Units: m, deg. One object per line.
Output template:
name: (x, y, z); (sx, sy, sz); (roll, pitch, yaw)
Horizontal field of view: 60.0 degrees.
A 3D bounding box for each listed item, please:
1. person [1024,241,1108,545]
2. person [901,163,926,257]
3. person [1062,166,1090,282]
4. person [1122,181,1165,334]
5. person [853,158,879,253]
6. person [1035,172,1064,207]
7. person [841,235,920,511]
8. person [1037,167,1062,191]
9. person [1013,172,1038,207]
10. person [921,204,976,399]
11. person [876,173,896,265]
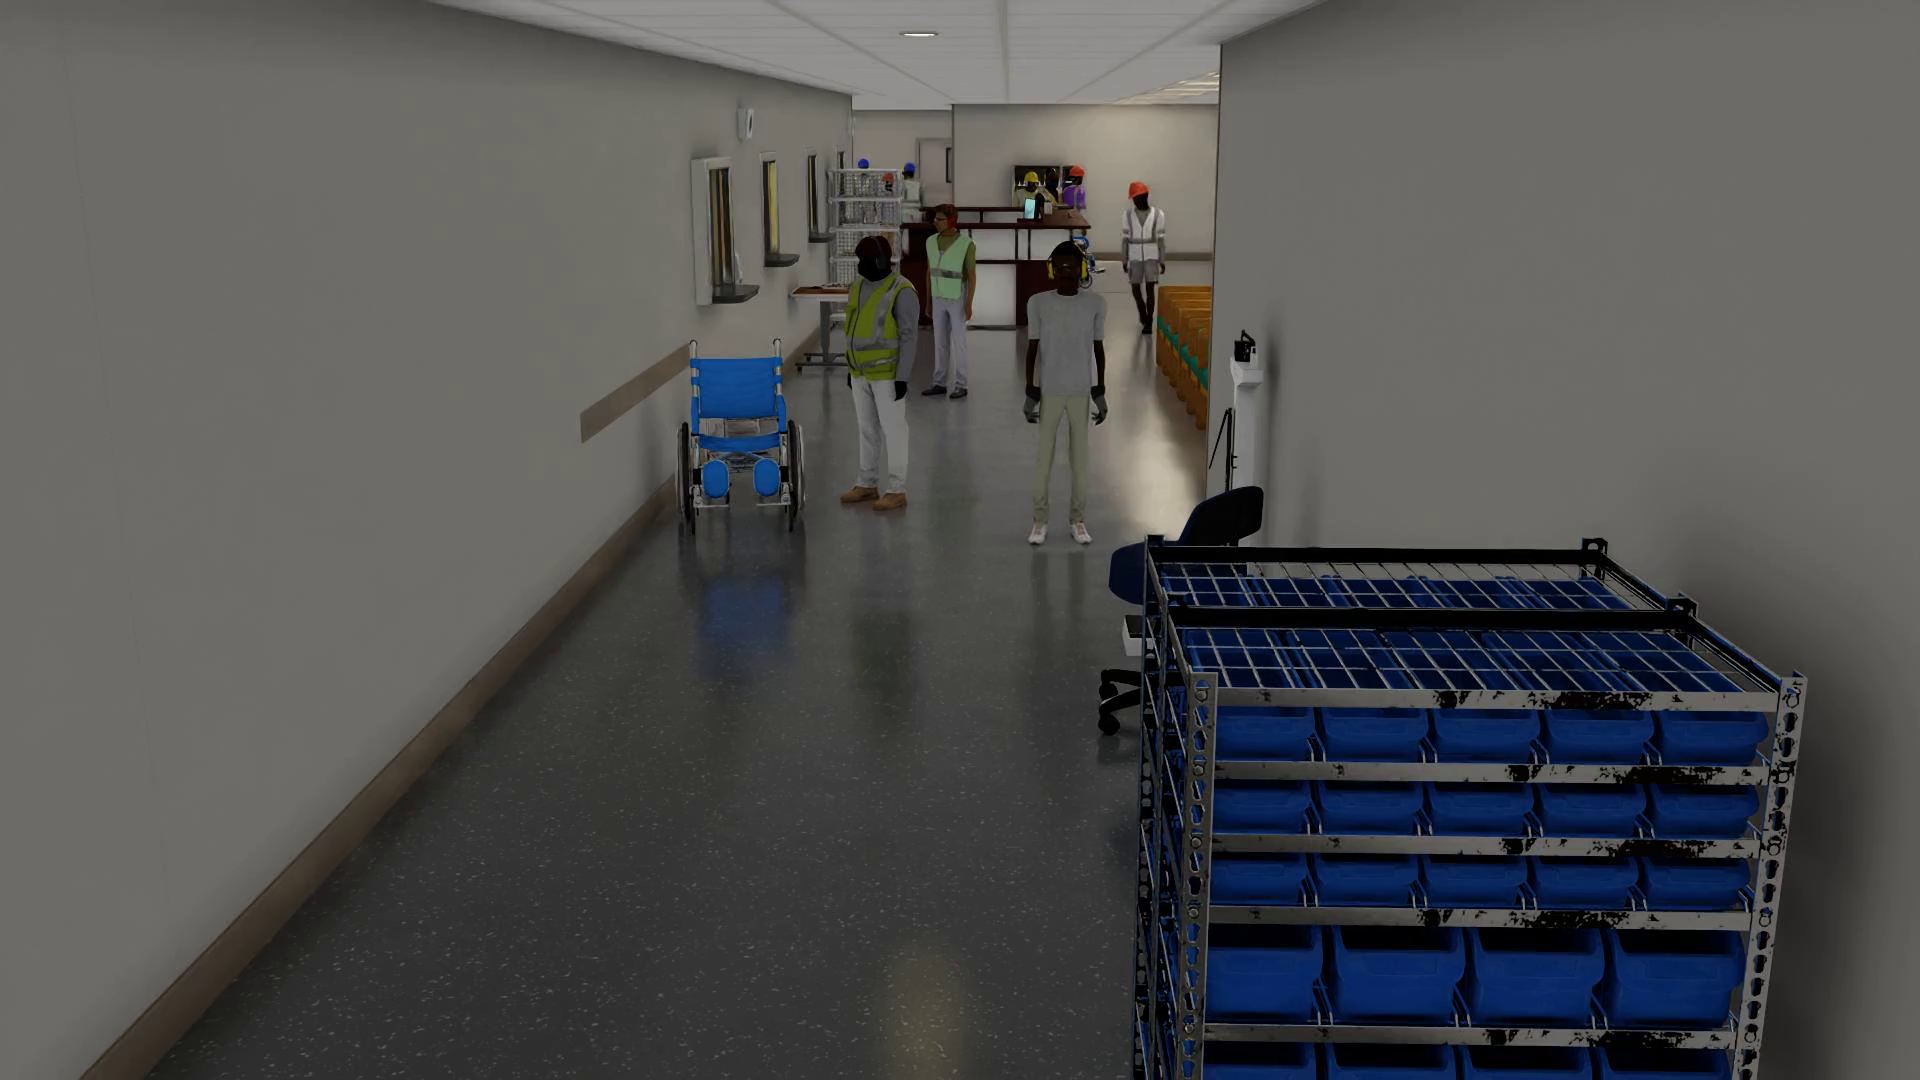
person: (0.651, -0.892, 10.200); (0.516, 1.871, 0.325); (0, 14, -1)
person: (-1.002, -6.370, 32.388); (0.609, 1.888, 1.041); (-7, 15, -26)
person: (1.950, -5.313, 28.002); (0.355, 1.939, 0.544); (-10, 17, -36)
person: (2.335, -3.582, 21.057); (0.570, 1.905, 0.678); (4, 14, 14)
person: (-1.973, -6.902, 34.430); (0.616, 1.946, 0.392); (5, 15, 18)
person: (1.525, -5.267, 28.053); (0.617, 1.836, 0.433); (-13, 19, -43)
person: (-0.561, -1.123, 11.211); (0.430, 1.838, 0.619); (-12, 19, -41)
person: (1.613, -5.737, 29.864); (0.534, 1.868, 0.309); (6, 15, 24)
person: (1.193, -5.435, 28.740); (0.593, 1.826, 0.404); (-6, 15, -23)
person: (-0.085, -2.282, 15.899); (0.564, 1.841, 0.394); (10, 17, 36)
person: (-1.338, -6.015, 31.227); (0.330, 1.751, 0.564); (11, 18, 39)
